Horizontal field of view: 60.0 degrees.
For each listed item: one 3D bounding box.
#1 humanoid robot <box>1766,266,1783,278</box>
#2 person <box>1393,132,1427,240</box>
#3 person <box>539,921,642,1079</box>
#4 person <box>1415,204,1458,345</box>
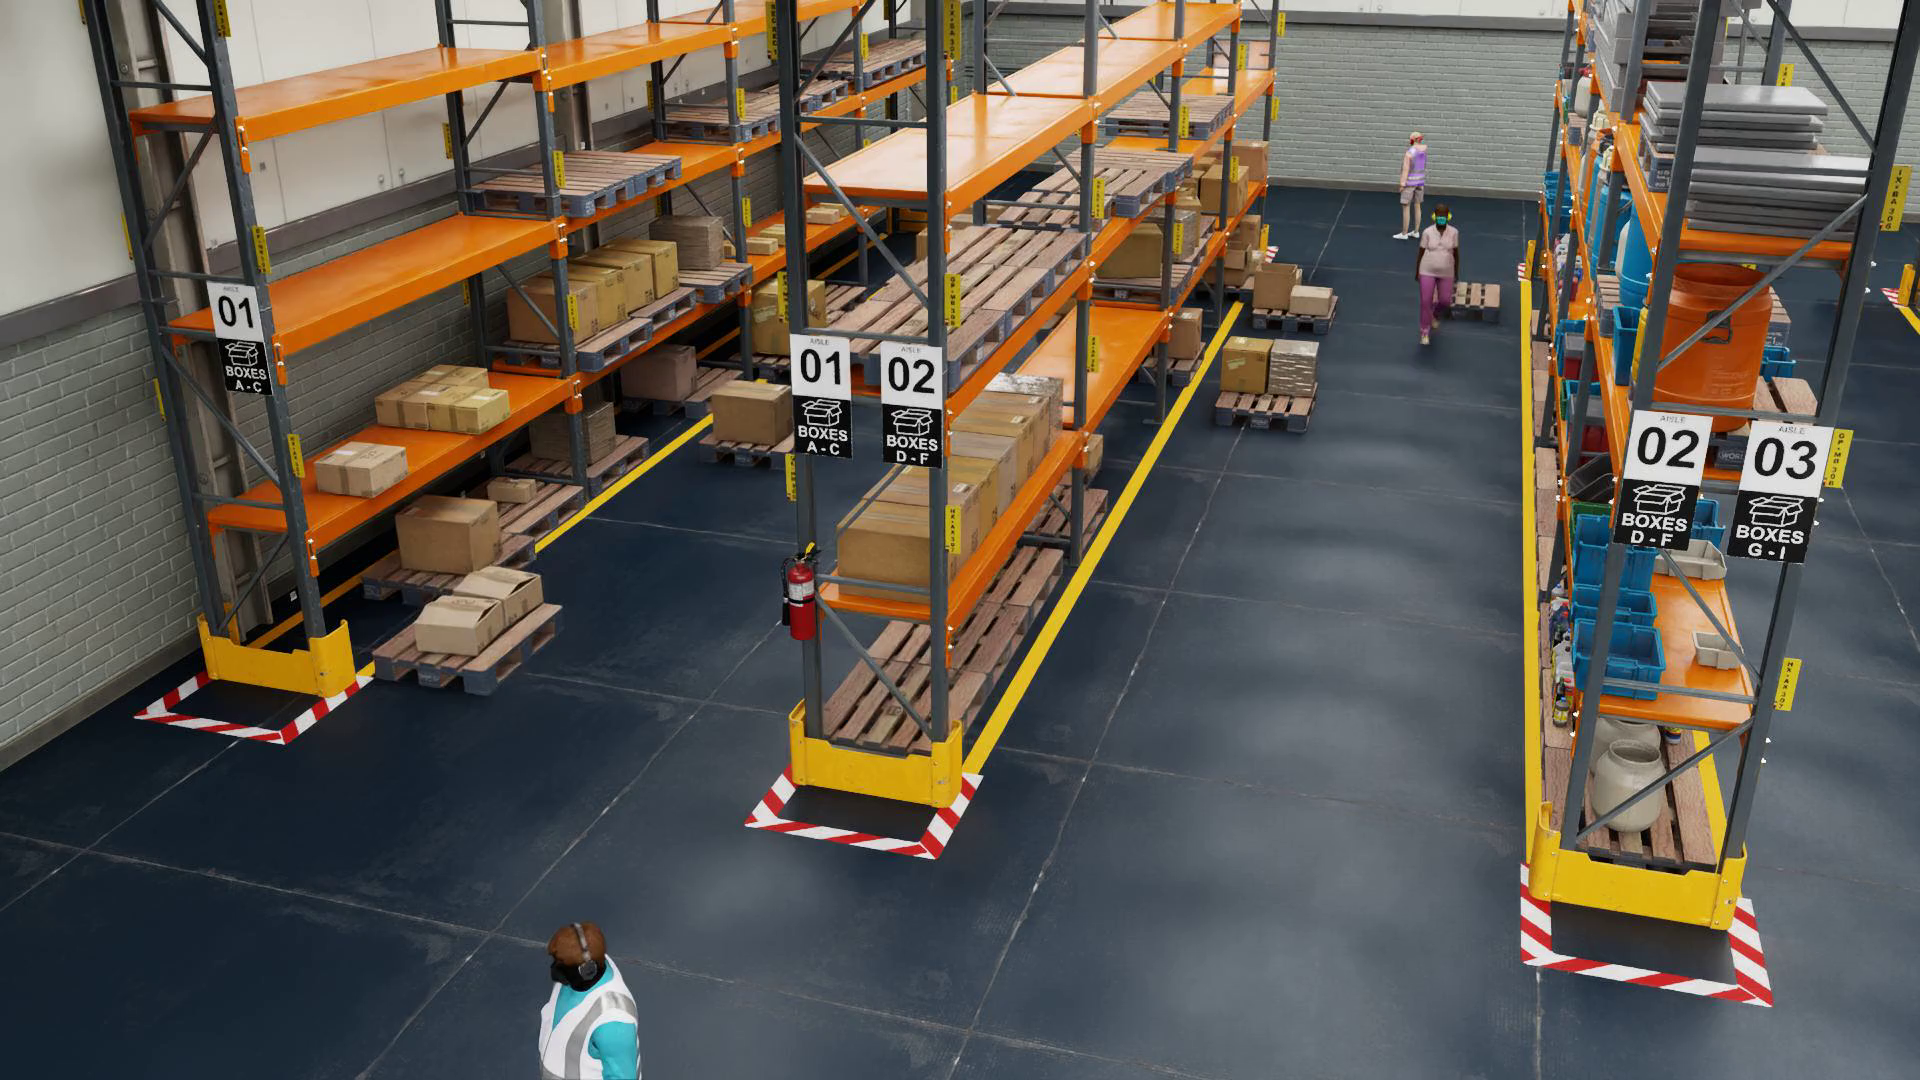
[{"bbox_3d":[11.760,-4.662,24.256,0.608,1.639,0.737,-20,30,-38],"label":"humanoid robot"},{"bbox_3d":[7.181,-5.621,26.418,0.489,1.688,0.352,-14,27,-29],"label":"person"},{"bbox_3d":[-1.637,2.481,7.436,0.430,1.844,0.621,-12,26,-27],"label":"person"},{"bbox_3d":[6.053,-3.398,21.134,0.539,1.780,0.558,3,24,8],"label":"person"}]
